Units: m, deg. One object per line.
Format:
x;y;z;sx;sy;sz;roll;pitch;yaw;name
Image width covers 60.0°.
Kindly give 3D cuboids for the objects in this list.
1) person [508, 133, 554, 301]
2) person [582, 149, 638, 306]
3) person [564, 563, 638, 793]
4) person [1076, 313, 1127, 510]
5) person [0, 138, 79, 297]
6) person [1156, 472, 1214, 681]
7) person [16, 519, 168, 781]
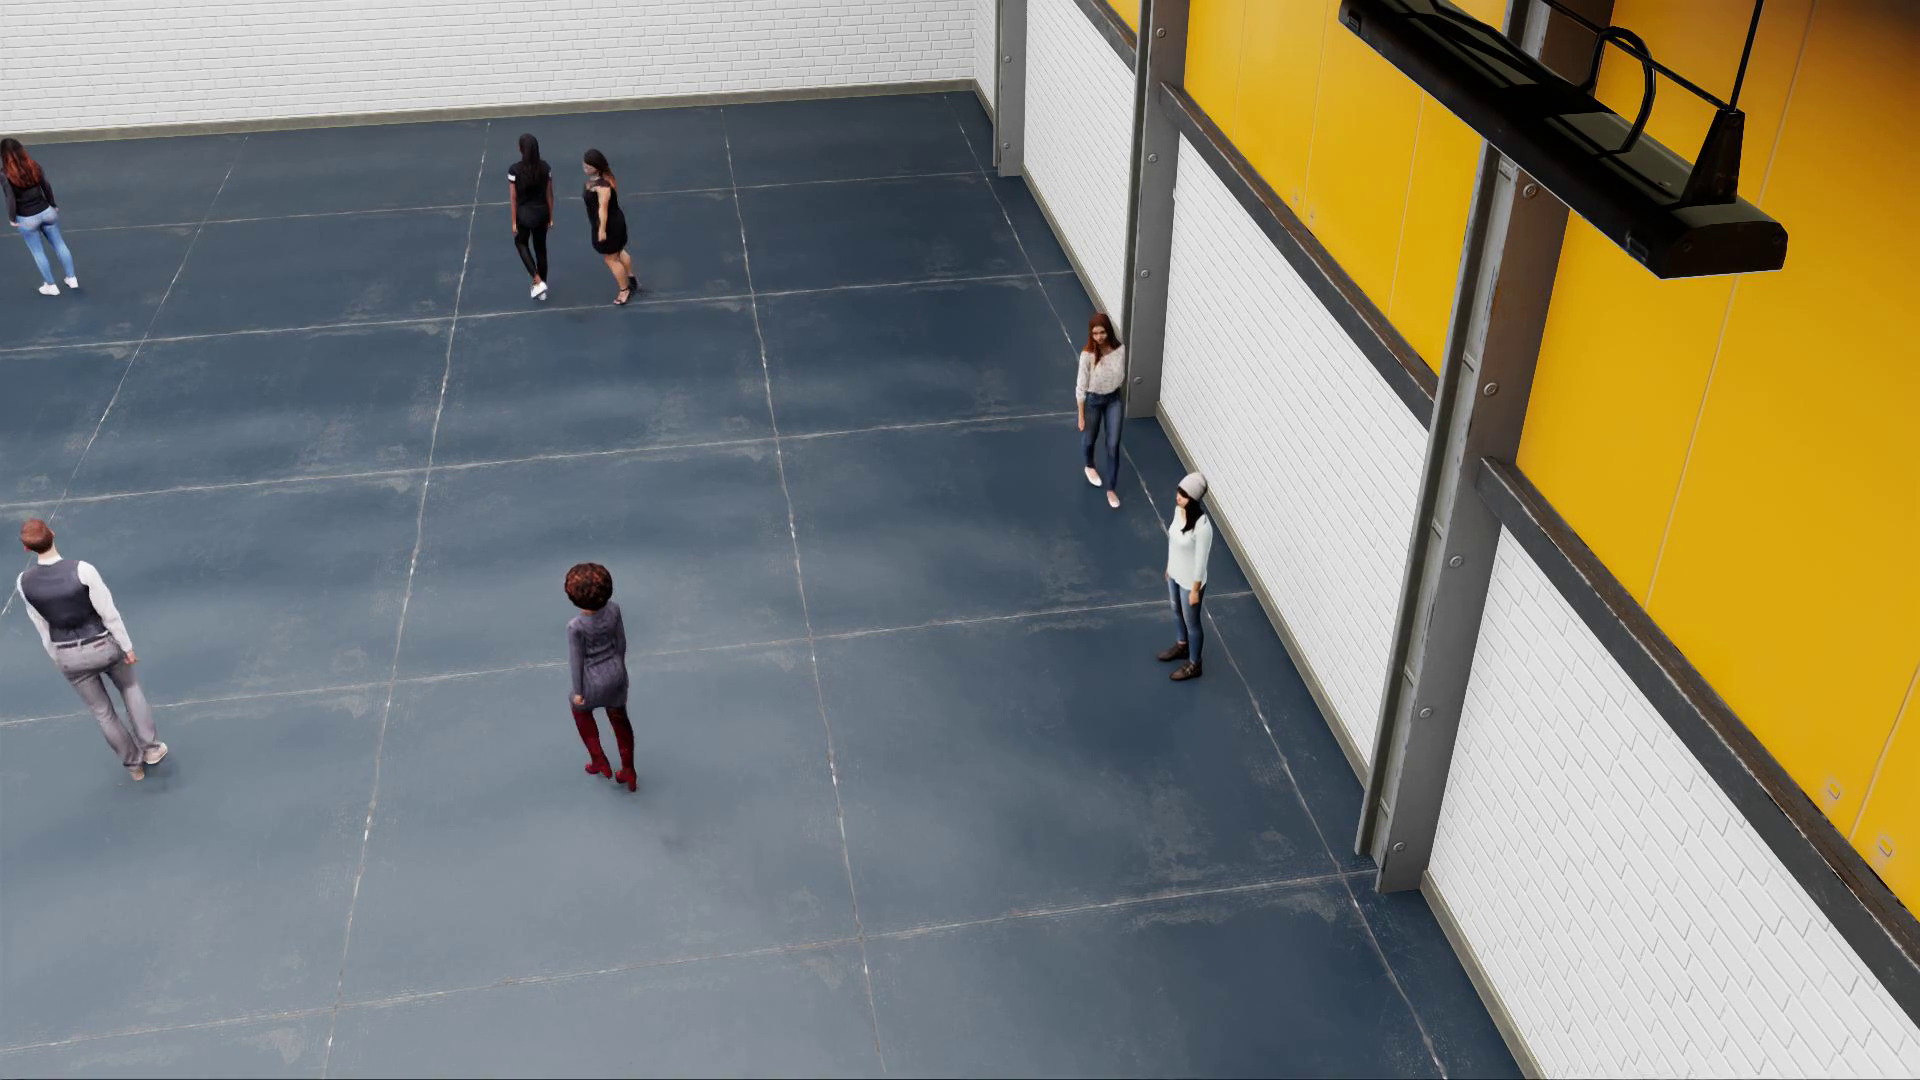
-4.238;-3.199;16.690;0.769;1.719;0.819;-23;40;-30;person
-3.467;-3.152;16.664;0.856;1.670;0.580;3;34;5;person
-2.219;0.927;10.503;0.736;1.697;0.780;-27;42;-34;person
1.152;-1.143;13.628;0.586;1.685;0.904;-9;35;-14;person
-9.410;-3.300;16.918;0.783;1.634;0.721;21;39;28;person
1.585;0.235;11.591;0.657;1.645;0.489;-12;35;-17;person
-5.535;0.740;10.591;0.730;1.911;0.688;-6;34;-8;person
